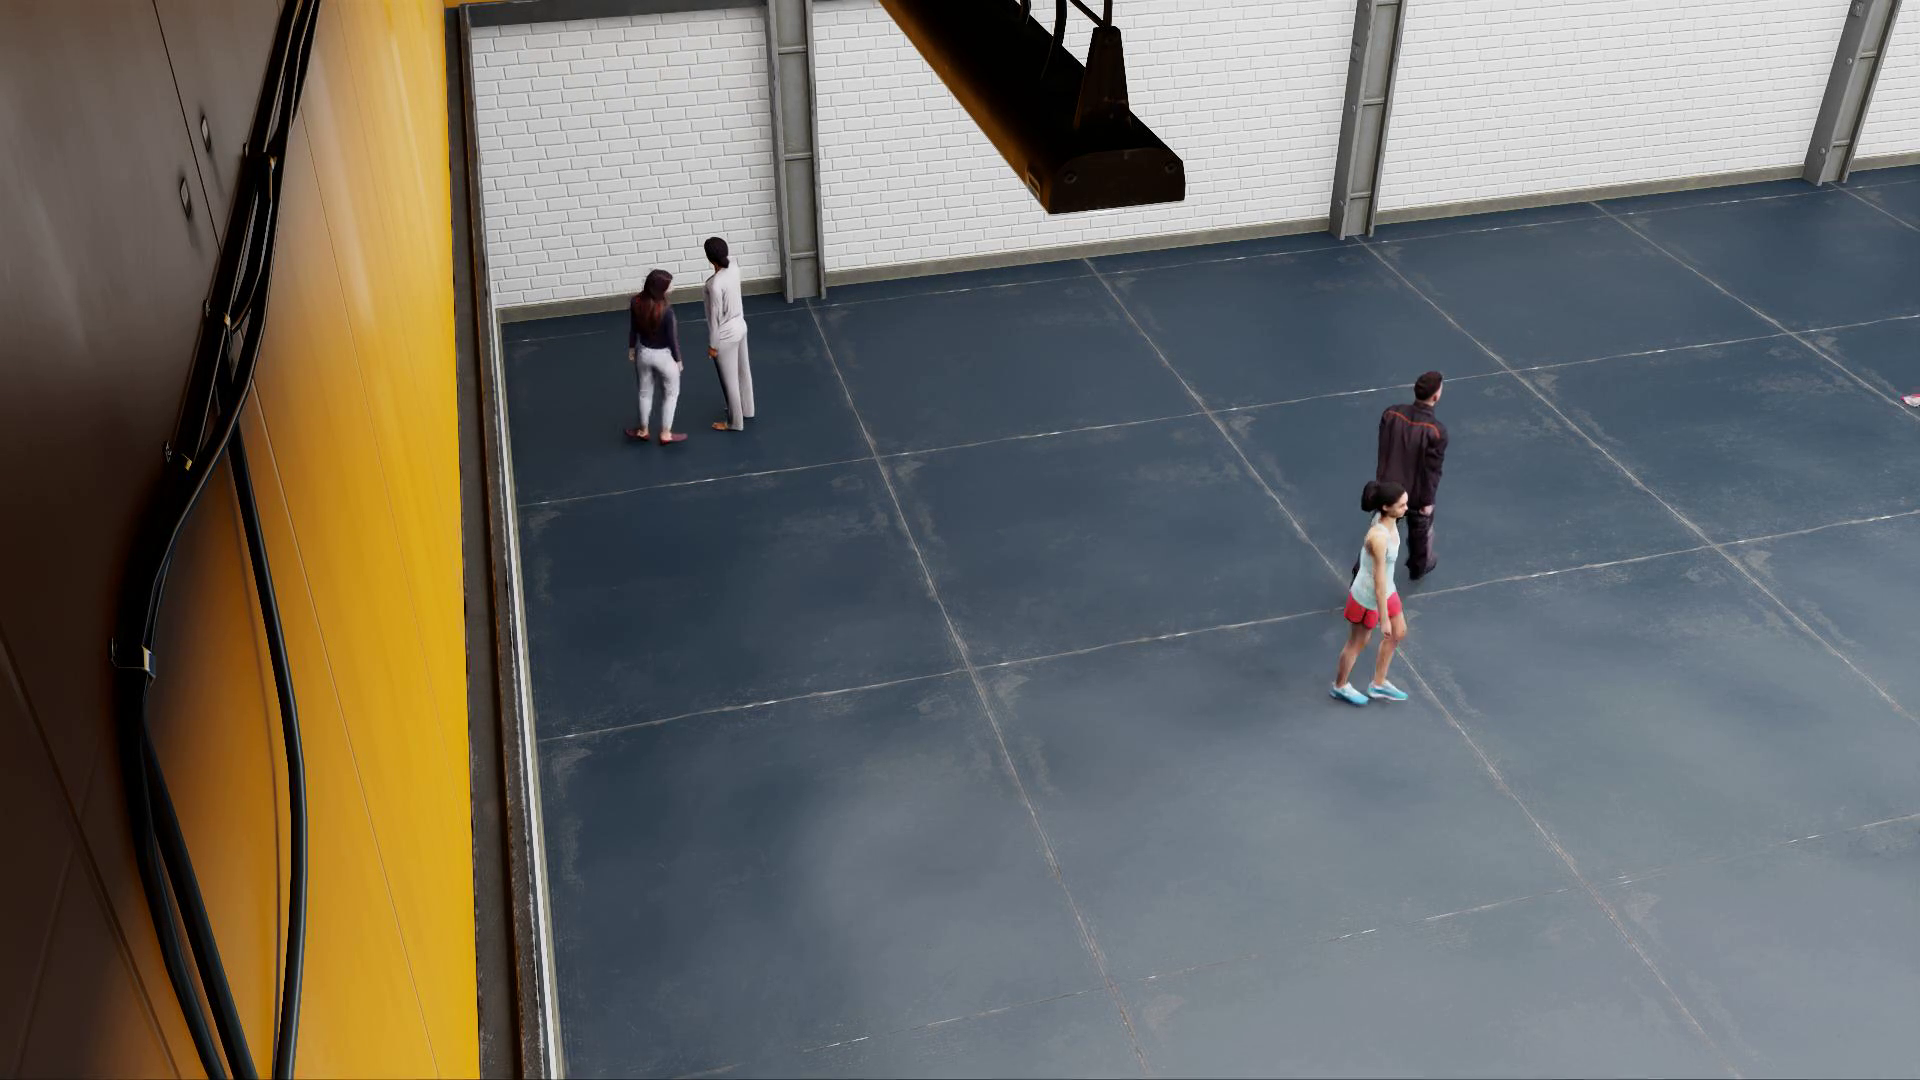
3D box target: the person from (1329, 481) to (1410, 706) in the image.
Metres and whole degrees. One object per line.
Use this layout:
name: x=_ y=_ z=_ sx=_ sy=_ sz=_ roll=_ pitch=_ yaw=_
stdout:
person: x=2.616 y=0.360 z=10.875 sx=0.904 sy=1.752 sz=0.836 roll=13 pitch=36 yaw=19

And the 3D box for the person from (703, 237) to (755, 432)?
person: x=-1.955 y=-1.752 z=14.064 sx=0.738 sy=1.737 sz=0.722 roll=11 pitch=35 yaw=16

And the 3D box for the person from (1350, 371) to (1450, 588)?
person: x=3.124 y=-0.339 z=11.870 sx=1.299 sy=1.813 sz=1.088 roll=-27 pitch=42 yaw=-34

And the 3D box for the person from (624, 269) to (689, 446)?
person: x=-2.554 y=-1.512 z=13.834 sx=0.753 sy=1.594 sz=0.873 roll=7 pitch=34 yaw=11
